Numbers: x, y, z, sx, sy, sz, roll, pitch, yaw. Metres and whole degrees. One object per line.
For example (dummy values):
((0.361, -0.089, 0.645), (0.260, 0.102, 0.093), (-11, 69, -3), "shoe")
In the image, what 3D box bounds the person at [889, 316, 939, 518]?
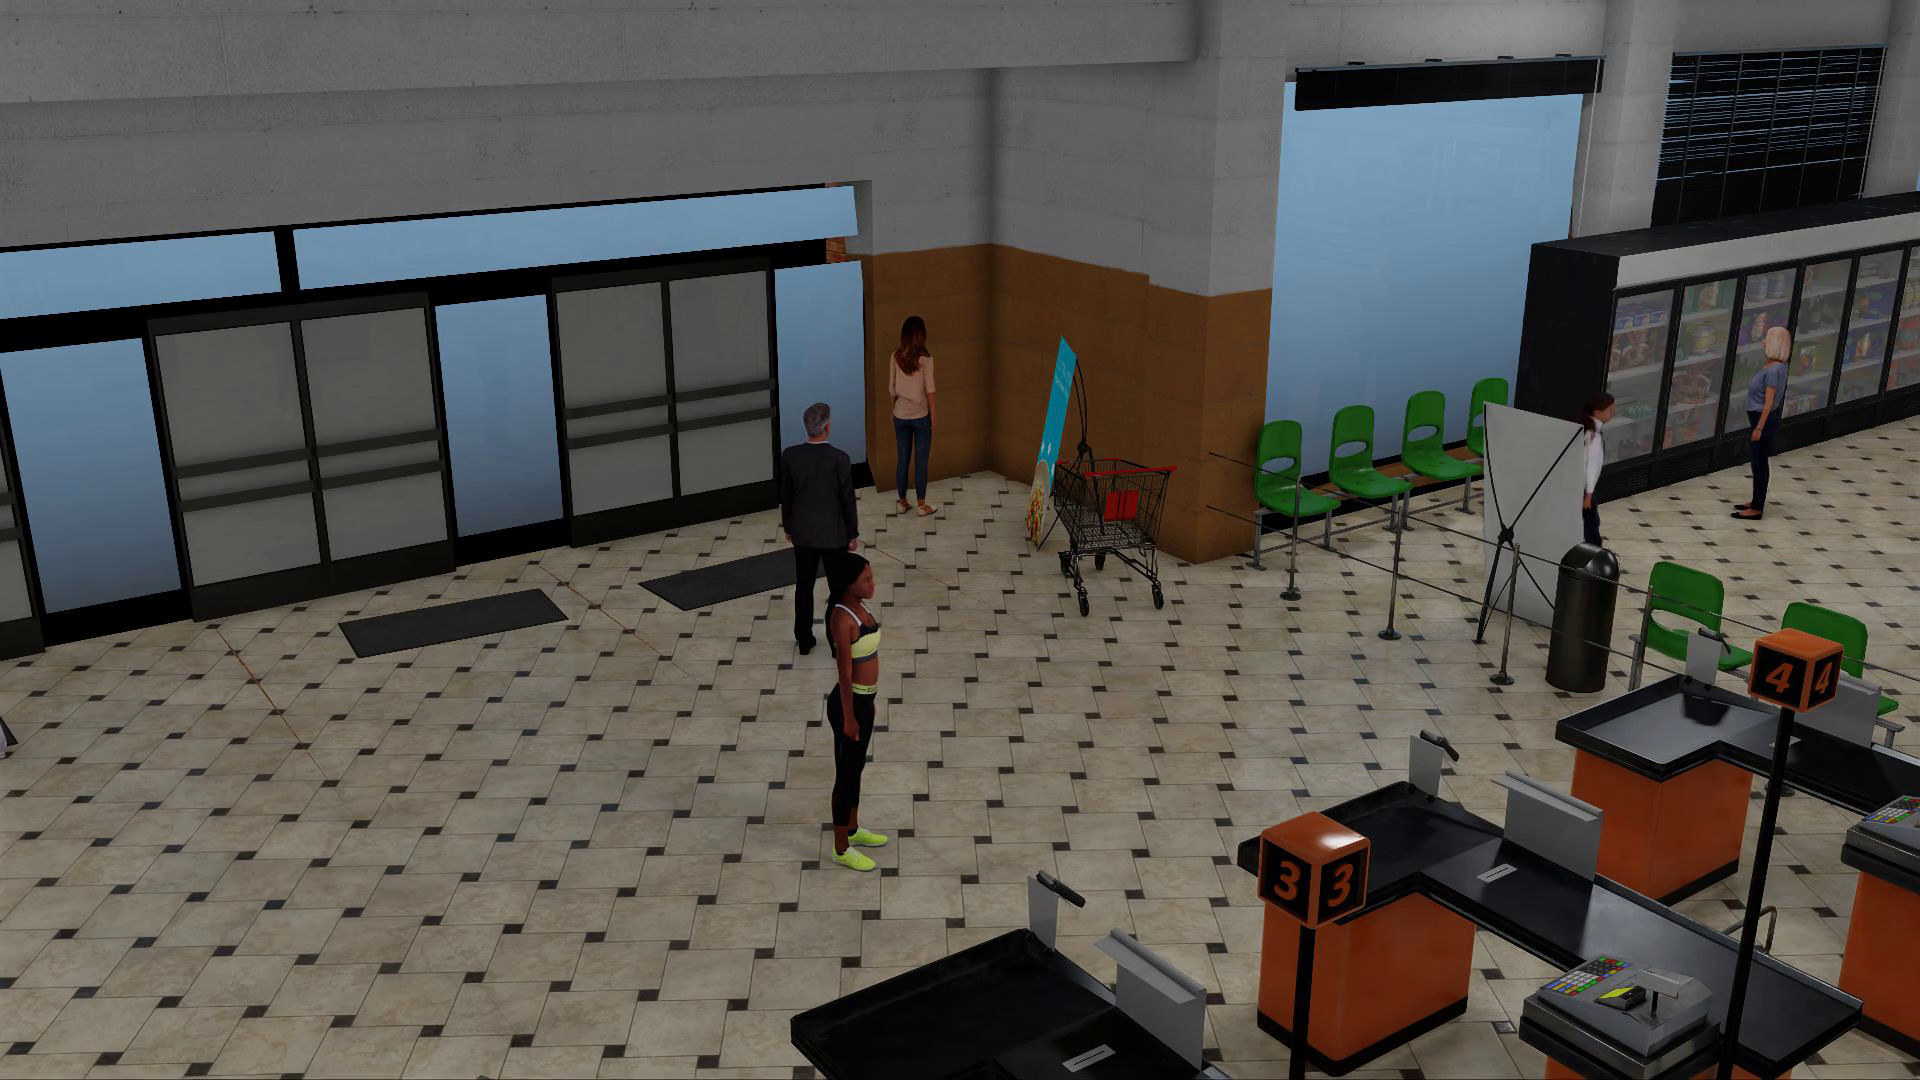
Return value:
((-0.425, -1.105, 14.816), (0.617, 1.790, 0.732), (9, 20, 24), "person")

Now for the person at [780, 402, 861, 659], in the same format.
((-0.977, -0.073, 11.676), (0.780, 1.841, 0.871), (5, 19, 15), "person")

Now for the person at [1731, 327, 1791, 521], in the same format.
((7.122, -1.038, 14.723), (0.643, 1.722, 0.660), (11, 21, 29), "person")

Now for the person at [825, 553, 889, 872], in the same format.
((-0.587, 0.900, 8.927), (0.694, 1.755, 0.639), (4, 19, 11), "person")
